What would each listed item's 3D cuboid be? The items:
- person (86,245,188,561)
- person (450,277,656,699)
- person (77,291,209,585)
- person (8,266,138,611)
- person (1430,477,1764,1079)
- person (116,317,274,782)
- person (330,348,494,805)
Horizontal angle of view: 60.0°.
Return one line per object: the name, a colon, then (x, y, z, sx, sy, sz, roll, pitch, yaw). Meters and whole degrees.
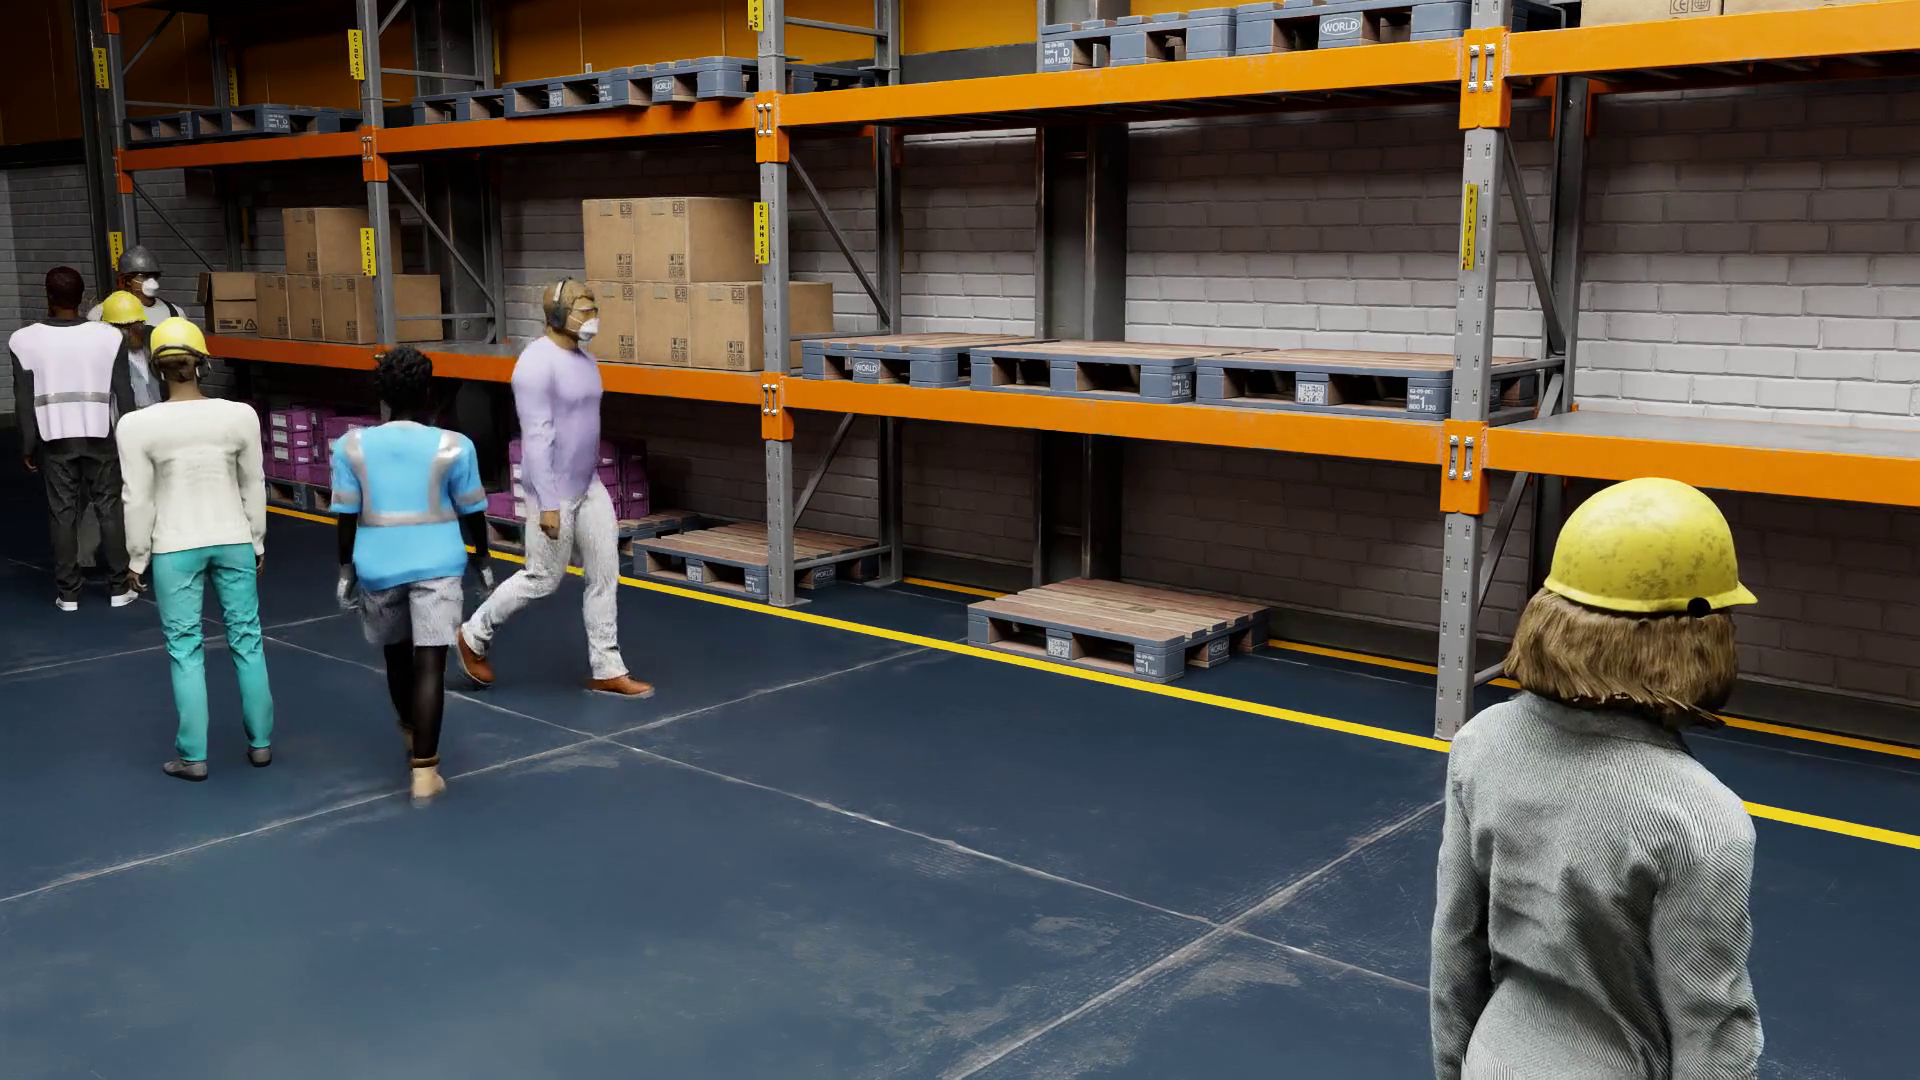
person: (-5.259, -0.889, 10.845, 0.538, 2.000, 0.683, 6, 12, 32)
person: (-1.857, -0.218, 7.440, 0.888, 1.910, 0.637, 3, 10, 16)
person: (-4.967, -0.596, 9.945, 0.939, 1.779, 0.616, 1, 10, 5)
person: (-4.933, -0.561, 9.312, 0.596, 1.921, 0.381, -5, 11, -25)
person: (0.823, 0.783, 2.171, 0.320, 1.742, 0.492, -4, 11, -23)
person: (-2.912, 0.039, 6.358, 0.523, 1.763, 0.329, -8, 13, -40)
person: (-2.045, 0.104, 6.286, 0.552, 1.646, 0.875, -1, 10, -5)
